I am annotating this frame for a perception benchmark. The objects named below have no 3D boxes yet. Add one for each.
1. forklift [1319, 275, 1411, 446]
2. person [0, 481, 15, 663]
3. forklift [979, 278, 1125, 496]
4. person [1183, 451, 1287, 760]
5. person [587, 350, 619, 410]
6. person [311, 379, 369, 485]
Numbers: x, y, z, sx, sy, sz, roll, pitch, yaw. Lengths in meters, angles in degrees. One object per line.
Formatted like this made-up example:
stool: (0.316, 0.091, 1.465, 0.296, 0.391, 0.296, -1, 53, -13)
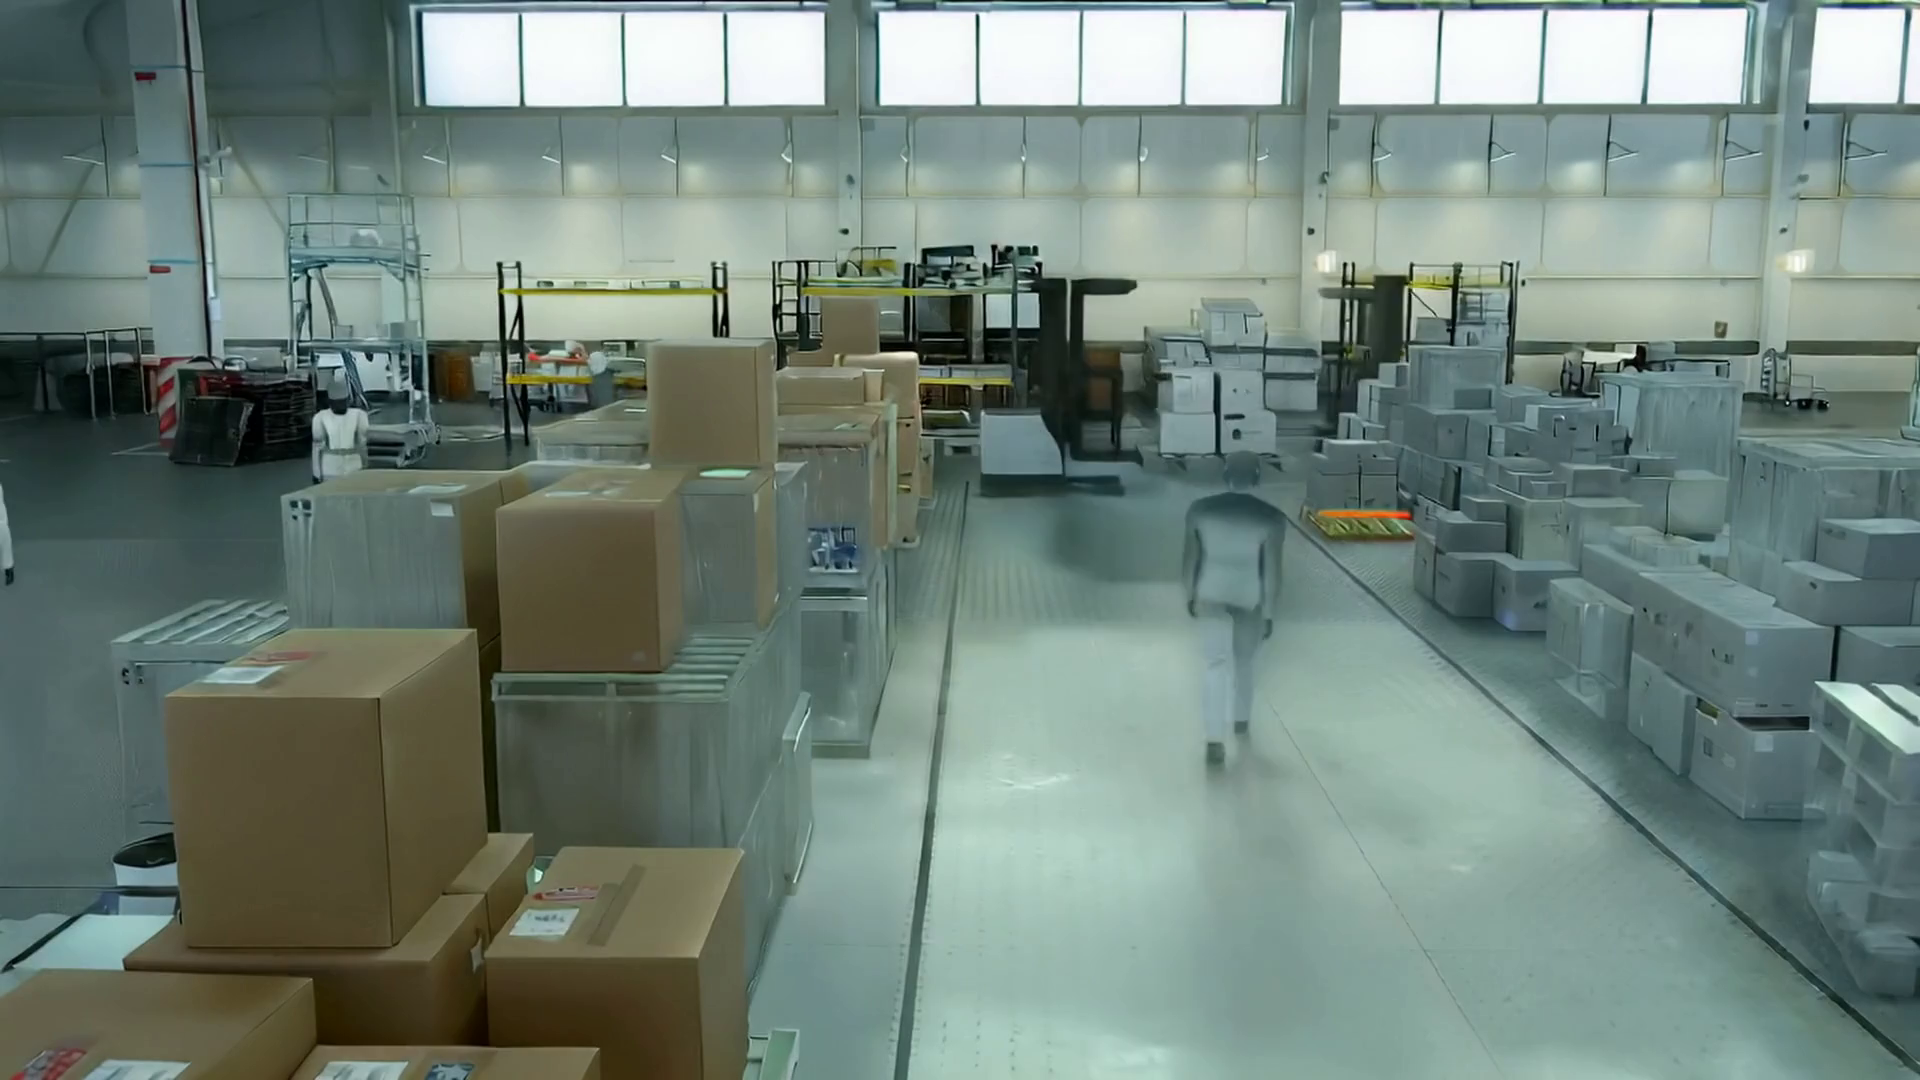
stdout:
forklift: (6.819, -2.818, 26.515, 1.873, 2.768, 1.129, 0, 9, 1)
person: (-7.015, 0.156, 11.736, 0.587, 1.862, 0.775, -5, 11, -28)
forklift: (1.189, -2.013, 21.691, 1.873, 2.768, 1.129, 0, 9, 1)
person: (1.690, 0.389, 10.332, 0.630, 1.889, 1.075, 2, 10, 11)
person: (-4.634, -1.524, 21.746, 0.694, 1.905, 0.643, 0, 9, -2)
person: (-6.271, -0.703, 16.876, 0.554, 1.874, 1.072, -4, 10, -20)
